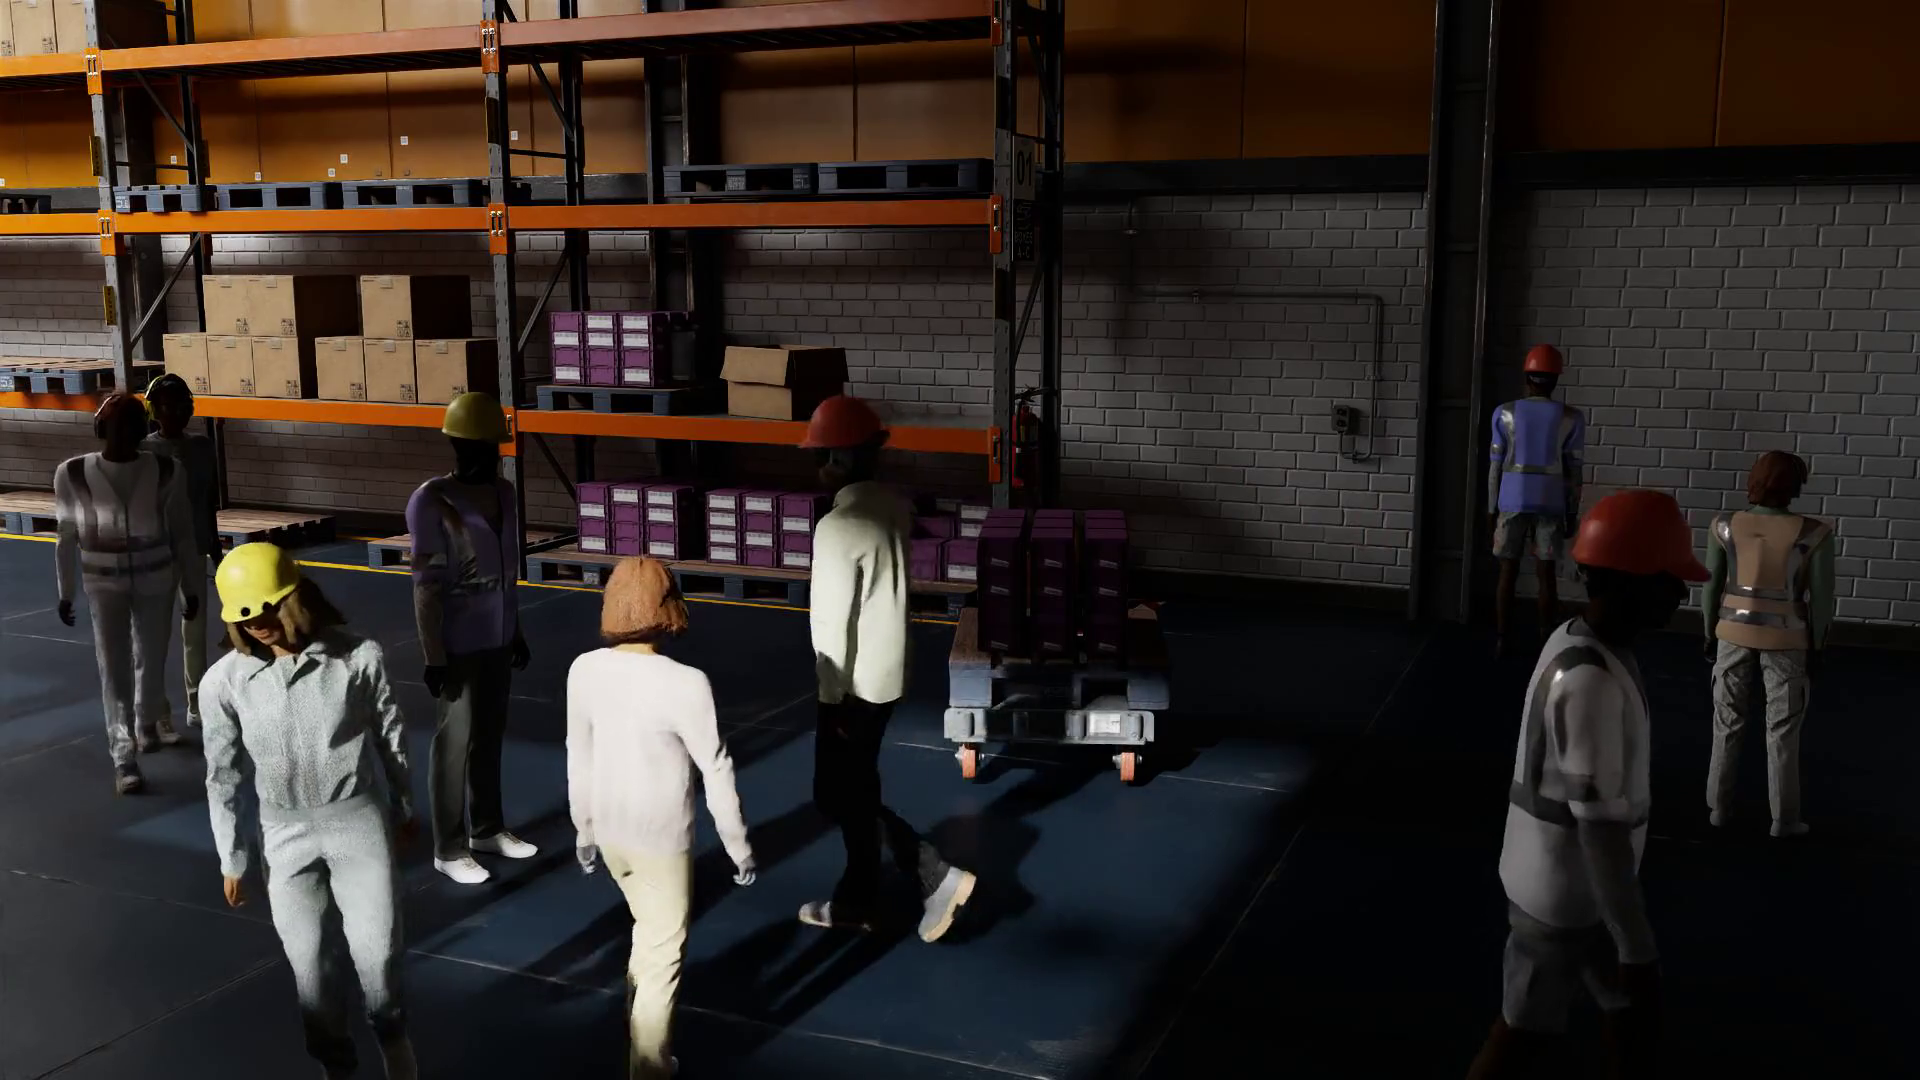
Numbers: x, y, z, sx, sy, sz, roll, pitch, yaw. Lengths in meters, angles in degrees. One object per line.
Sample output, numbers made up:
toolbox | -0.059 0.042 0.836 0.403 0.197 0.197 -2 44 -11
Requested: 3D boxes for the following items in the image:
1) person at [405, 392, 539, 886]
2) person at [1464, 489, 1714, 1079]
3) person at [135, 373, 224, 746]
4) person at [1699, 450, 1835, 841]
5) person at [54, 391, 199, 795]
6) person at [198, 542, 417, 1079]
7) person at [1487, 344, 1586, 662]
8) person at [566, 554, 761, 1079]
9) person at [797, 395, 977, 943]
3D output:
person | -1.899 0.376 6.570 0.385 1.922 0.594 4 10 21
person | 1.569 0.831 3.905 0.913 1.897 0.568 4 10 25
person | -3.961 0.087 8.460 0.334 1.873 0.517 6 11 32
person | 3.384 0.443 7.013 0.515 1.641 0.315 8 13 41
person | -3.953 0.202 7.913 0.598 1.832 0.993 -6 11 -33
person | -1.772 0.821 4.565 0.519 1.694 0.519 -3 10 -17
person | 3.484 -0.217 10.106 0.540 1.932 0.383 3 10 19
person | -0.822 0.845 4.681 0.557 1.625 0.405 7 12 36
person | -0.278 0.481 5.822 0.650 1.976 0.615 4 10 21
